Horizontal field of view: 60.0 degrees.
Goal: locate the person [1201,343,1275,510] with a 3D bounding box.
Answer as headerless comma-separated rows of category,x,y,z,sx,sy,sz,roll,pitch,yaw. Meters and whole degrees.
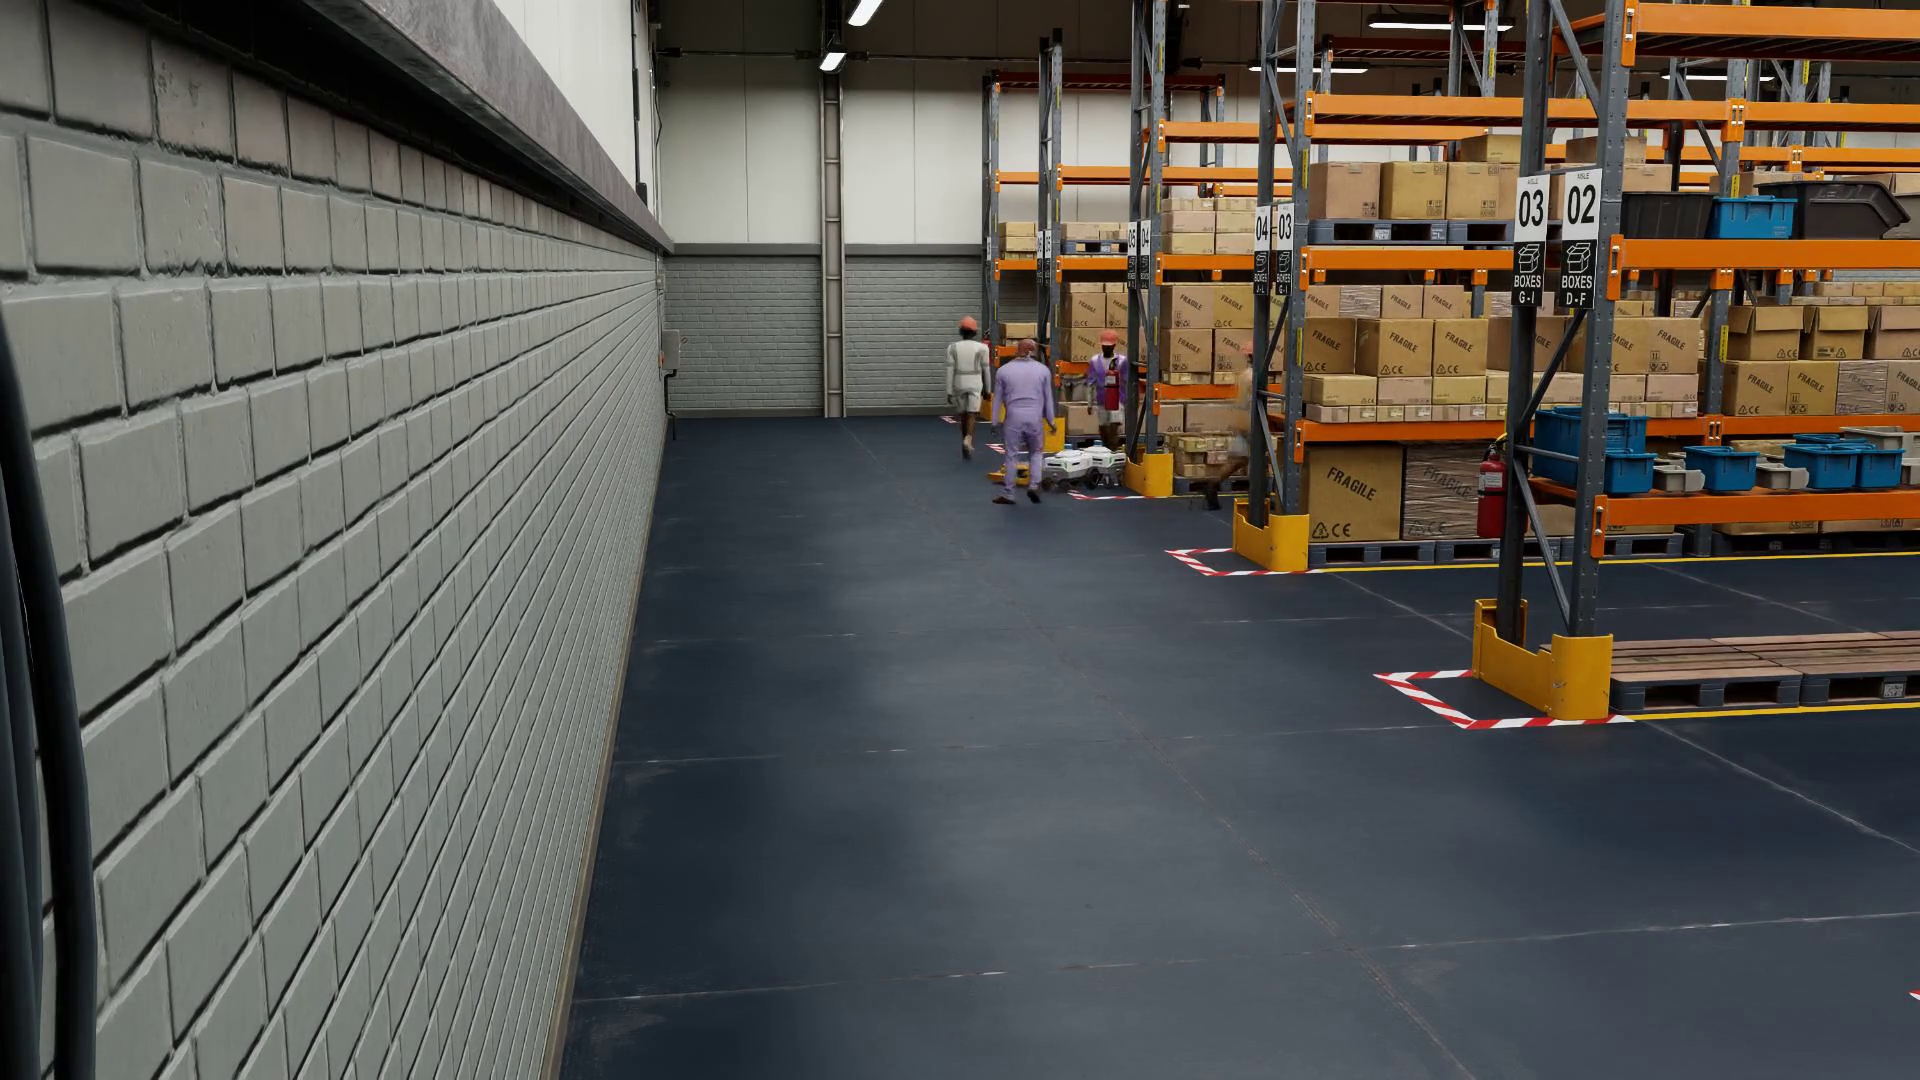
person,3.141,-1.254,18.345,0.871,1.903,0.544,-2,9,-12

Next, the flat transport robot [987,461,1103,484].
flat transport robot,1.108,-0.877,21.003,1.431,0.197,0.652,-7,11,-35

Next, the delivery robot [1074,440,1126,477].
delivery robot,1.698,-0.985,20.503,0.707,0.478,0.477,9,13,44

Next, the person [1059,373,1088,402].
person,1.849,-2.527,27.113,0.548,1.592,0.886,4,10,24

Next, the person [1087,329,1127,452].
person,2.008,-1.883,22.255,0.563,1.898,0.811,3,10,16

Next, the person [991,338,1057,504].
person,0.737,-1.343,18.924,0.759,1.881,0.416,0,9,-2

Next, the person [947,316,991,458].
person,0.104,-2.182,23.720,0.613,2.014,0.960,2,9,14

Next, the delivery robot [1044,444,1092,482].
delivery robot,1.305,-0.911,20.047,0.477,0.478,0.707,6,11,32
